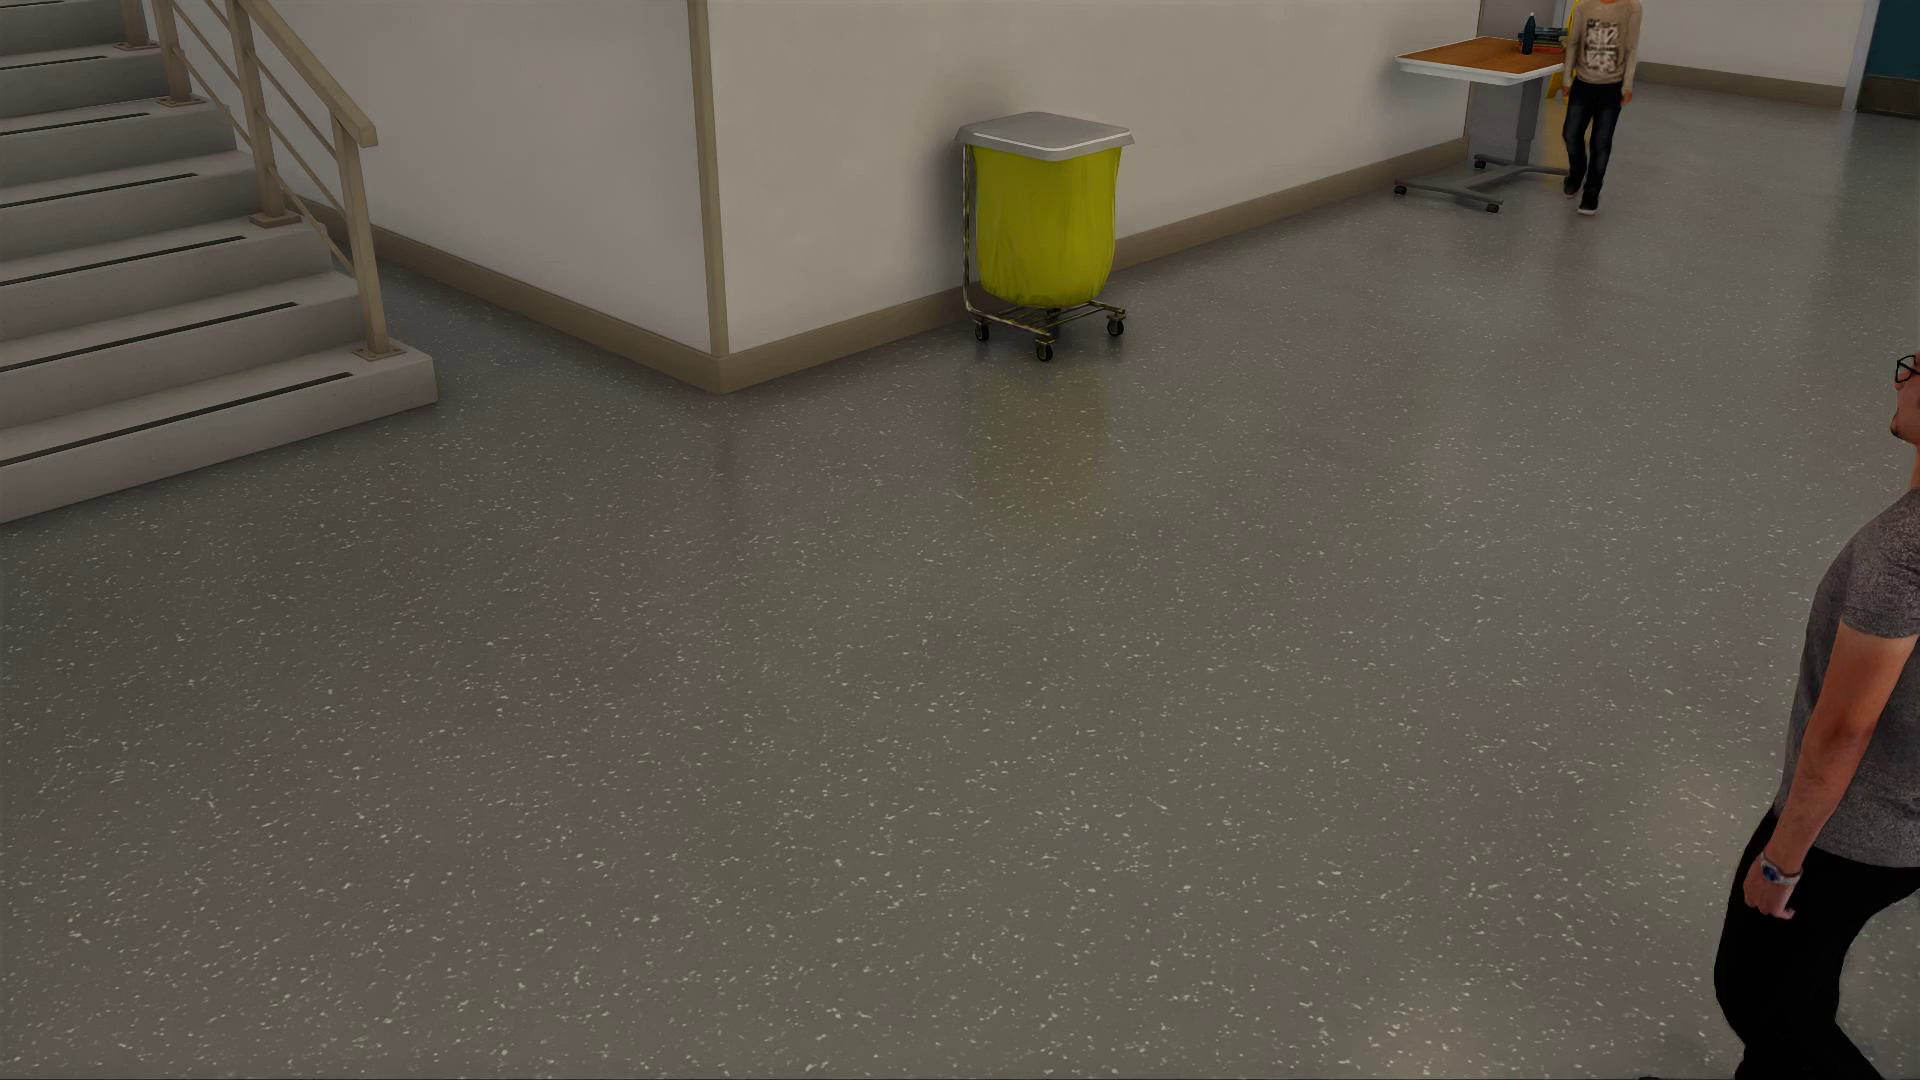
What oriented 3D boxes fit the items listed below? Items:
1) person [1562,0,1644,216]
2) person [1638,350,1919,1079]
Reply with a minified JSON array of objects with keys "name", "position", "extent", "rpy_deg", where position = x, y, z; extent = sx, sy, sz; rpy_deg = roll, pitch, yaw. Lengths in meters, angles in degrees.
[{"name":"person","position":[3.665,-2.615,9.489],"extent":[0.680,1.453,0.714],"rpy_deg":[13,29,26]},{"name":"person","position":[1.544,0.494,2.713],"extent":[0.665,1.738,0.945],"rpy_deg":[-19,32,-35]}]
